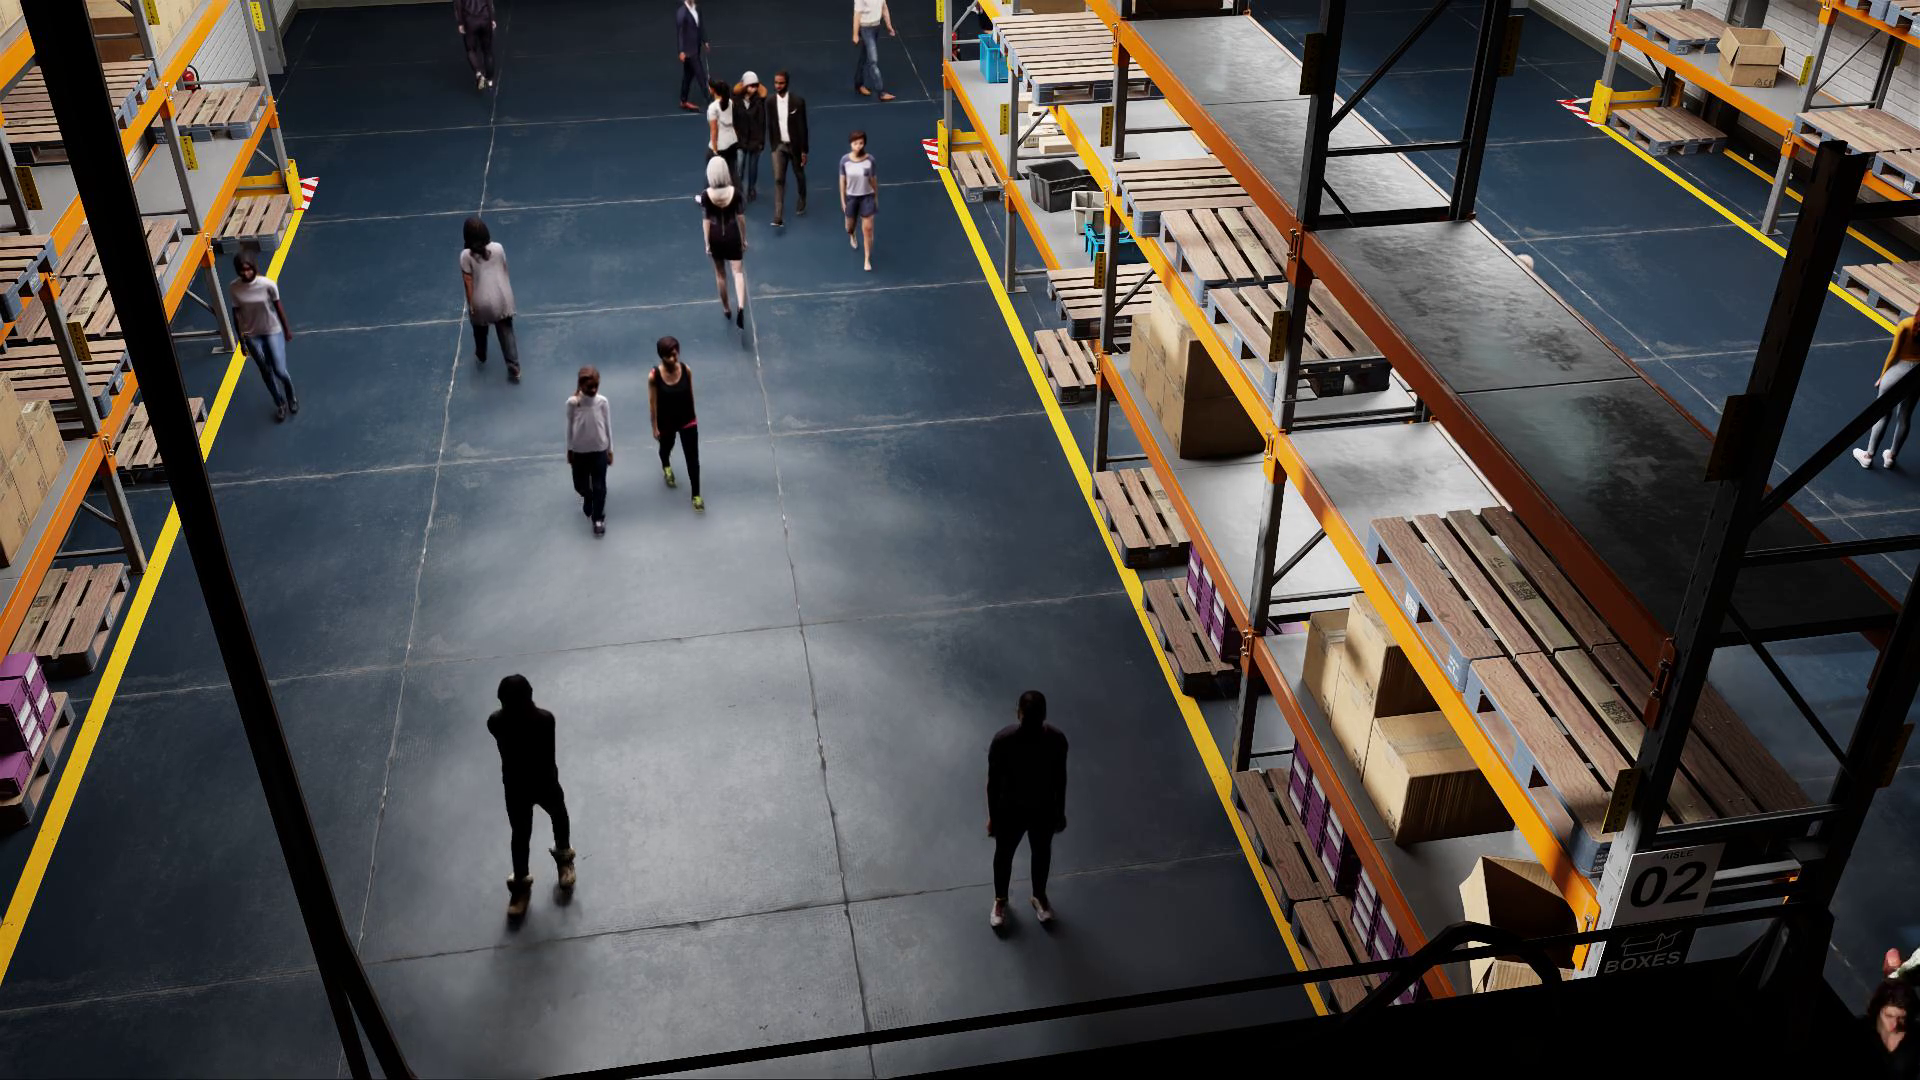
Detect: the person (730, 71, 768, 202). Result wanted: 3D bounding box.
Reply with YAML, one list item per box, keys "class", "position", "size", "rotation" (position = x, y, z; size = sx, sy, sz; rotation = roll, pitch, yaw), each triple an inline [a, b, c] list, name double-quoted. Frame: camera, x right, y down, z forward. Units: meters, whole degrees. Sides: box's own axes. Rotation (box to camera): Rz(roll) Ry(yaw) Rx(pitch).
- class: "person"
  position: [-2.500, -4.797, 19.785]
  size: [0.706, 1.602, 0.904]
  rotation: [-1, 34, -1]

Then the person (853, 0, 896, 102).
- class: "person"
  position: [-1.329, -7.024, 22.939]
  size: [1.174, 1.819, 1.087]
  rotation: [23, 40, 30]

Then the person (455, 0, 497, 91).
- class: "person"
  position: [-6.673, -7.099, 23.050]
  size: [0.790, 1.822, 0.960]
  rotation: [-13, 36, -18]

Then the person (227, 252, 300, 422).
- class: "person"
  position: [-6.434, -1.919, 15.365]
  size: [0.577, 1.701, 0.604]
  rotation: [-7, 34, -10]

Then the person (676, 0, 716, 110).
- class: "person"
  position: [-3.700, -6.627, 22.452]
  size: [1.043, 1.697, 1.078]
  rotation: [12, 35, 17]

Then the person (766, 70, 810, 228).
- class: "person"
  position: [-1.948, -4.556, 19.289]
  size: [0.972, 1.750, 1.259]
  rotation: [7, 34, 10]

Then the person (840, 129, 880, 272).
- class: "person"
  position: [-1.108, -3.785, 18.311]
  size: [0.613, 1.548, 0.871]
  rotation: [-3, 34, -4]

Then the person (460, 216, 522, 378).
- class: "person"
  position: [-4.513, -2.302, 16.064]
  size: [0.884, 1.565, 1.144]
  rotation: [-19, 38, -26]

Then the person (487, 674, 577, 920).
- class: "person"
  position: [-2.620, 1.598, 10.118]
  size: [0.670, 1.652, 0.839]
  rotation: [0, 34, -1]

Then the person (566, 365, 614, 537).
- class: "person"
  position: [-3.062, -0.791, 13.814]
  size: [0.548, 1.541, 0.675]
  rotation: [-5, 34, -8]

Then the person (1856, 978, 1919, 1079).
- class: "person"
  position: [4.463, 2.752, 8.353]
  size: [0.719, 1.685, 0.888]
  rotation: [2, 34, 4]

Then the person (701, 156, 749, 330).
- class: "person"
  position: [-2.364, -2.971, 16.847]
  size: [0.616, 1.814, 1.000]
  rotation: [-8, 34, -12]

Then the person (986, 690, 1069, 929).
- class: "person"
  position: [0.407, 1.606, 10.007]
  size: [0.646, 1.762, 0.526]
  rotation: [-4, 34, -6]

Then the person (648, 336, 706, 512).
- class: "person"
  position: [-2.467, -1.062, 14.245]
  size: [0.713, 1.514, 1.087]
  rotation: [-13, 36, -18]

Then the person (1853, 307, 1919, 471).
- class: "person"
  position: [8.280, -1.415, 14.563]
  size: [0.649, 1.751, 0.662]
  rotation: [5, 34, 7]

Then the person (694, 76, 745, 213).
- class: "person"
  position: [-2.712, -4.613, 19.492]
  size: [0.971, 1.619, 0.898]
  rotation: [23, 40, 30]
